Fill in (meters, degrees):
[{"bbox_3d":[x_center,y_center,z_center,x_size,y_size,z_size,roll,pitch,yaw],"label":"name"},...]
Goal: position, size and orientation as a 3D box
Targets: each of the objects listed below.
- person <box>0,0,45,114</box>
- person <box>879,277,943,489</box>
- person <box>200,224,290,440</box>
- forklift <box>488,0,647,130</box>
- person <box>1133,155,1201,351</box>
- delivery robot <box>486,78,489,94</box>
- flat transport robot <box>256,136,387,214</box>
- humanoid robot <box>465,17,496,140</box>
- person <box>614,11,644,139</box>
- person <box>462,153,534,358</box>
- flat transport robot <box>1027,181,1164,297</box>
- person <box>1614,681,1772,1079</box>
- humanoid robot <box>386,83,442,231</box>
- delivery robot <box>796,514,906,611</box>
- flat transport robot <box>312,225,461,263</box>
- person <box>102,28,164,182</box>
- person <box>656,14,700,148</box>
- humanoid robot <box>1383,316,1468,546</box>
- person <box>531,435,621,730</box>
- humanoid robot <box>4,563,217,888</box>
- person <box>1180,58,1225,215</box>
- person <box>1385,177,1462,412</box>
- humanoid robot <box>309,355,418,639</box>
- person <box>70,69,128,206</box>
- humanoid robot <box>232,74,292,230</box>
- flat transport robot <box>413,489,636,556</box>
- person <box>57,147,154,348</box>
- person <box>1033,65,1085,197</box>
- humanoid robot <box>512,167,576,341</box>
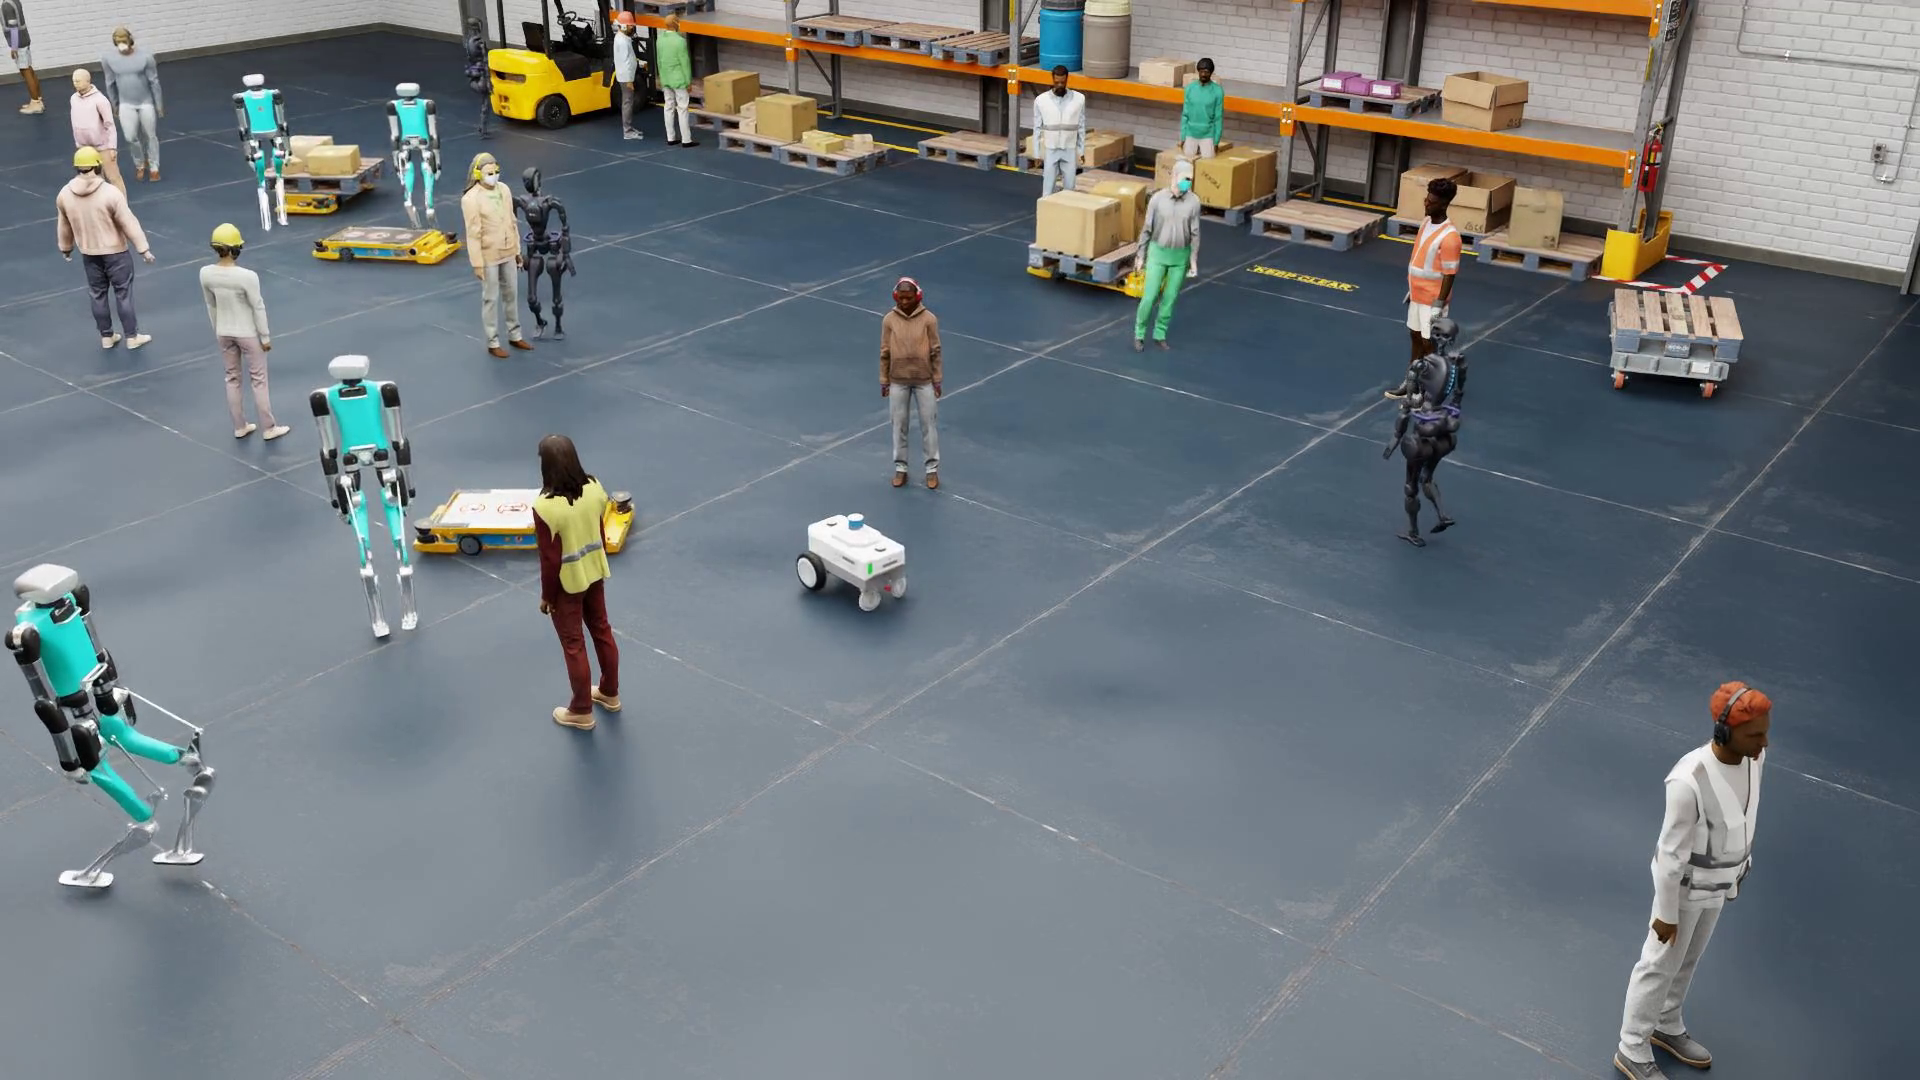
[{"bbox_3d":[-14.156,-7.445,24.951,0.379,2.045,0.604,-7,27,-15],"label":"person"},{"bbox_3d":[-0.364,-1.182,12.437,0.475,1.643,0.327,1,26,2],"label":"person"},{"bbox_3d":[-5.728,-1.650,13.277,0.513,1.759,0.331,6,26,13],"label":"person"},{"bbox_3d":[-5.874,-7.334,24.552,1.214,2.155,2.313,19,32,34],"label":"forklift"},{"bbox_3d":[1.903,-2.608,15.190,0.547,1.825,0.405,-3,26,-6],"label":"person"},{"bbox_3d":[-7.306,-7.476,26.684,0.499,0.560,0.734,2,26,3],"label":"delivery robot"},{"bbox_3d":[-7.781,-4.259,20.390,0.659,0.231,1.431,2,26,4],"label":"flat transport robot"},{"bbox_3d":[-6.757,-6.495,23.399,0.360,1.642,0.612,-21,32,-36],"label":"humanoid robot"},{"bbox_3d":[-4.672,-6.543,23.430,0.352,1.740,0.571,-6,26,-12],"label":"person"},{"bbox_3d":[-4.229,-2.584,15.095,0.393,1.869,0.564,16,30,29],"label":"person"},{"bbox_3d":[1.471,-2.820,17.411,1.431,0.231,0.659,18,31,33],"label":"flat transport robot"},{"bbox_3d":[3.010,1.416,6.784,0.573,1.882,0.356,-20,32,-35],"label":"person"},{"bbox_3d":[-6.004,-4.084,18.341,0.534,1.780,0.761,-4,26,-7],"label":"humanoid robot"},{"bbox_3d":[-0.696,0.108,11.022,0.517,0.599,0.770,-21,33,-37],"label":"delivery robot"},{"bbox_3d":[-6.303,-3.244,18.288,1.431,0.231,0.659,4,26,8],"label":"flat transport robot"},{"bbox_3d":[-10.401,-5.482,21.023,0.647,1.920,0.503,-8,27,-17],"label":"person"},{"bbox_3d":[-3.909,-6.316,22.911,0.536,1.784,0.383,15,30,28],"label":"person"},{"bbox_3d":[3.245,-0.739,11.489,0.585,1.648,0.387,-14,29,-27],"label":"humanoid robot"},{"bbox_3d":[-2.155,0.242,9.345,0.376,1.768,0.466,17,30,31],"label":"person"},{"bbox_3d":[-3.996,0.935,7.953,0.904,1.767,0.542,2,26,3],"label":"humanoid robot"},{"bbox_3d":[2.848,-4.745,19.590,0.505,1.841,0.412,11,28,22],"label":"person"},{"bbox_3d":[3.893,-2.044,13.853,0.368,1.966,0.605,-5,26,-9],"label":"person"},{"bbox_3d":[-3.653,-0.208,10.302,0.552,1.741,0.846,-7,27,-14],"label":"humanoid robot"},{"bbox_3d":[-9.956,-4.534,19.217,0.521,1.784,0.401,5,26,10],"label":"person"},{"bbox_3d":[-7.990,-4.473,19.145,0.534,1.801,0.669,-13,29,-25],"label":"humanoid robot"},{"bbox_3d":[-3.087,-0.128,11.835,1.431,0.231,0.659,0,26,0],"label":"flat transport robot"},{"bbox_3d":[-7.856,-2.658,15.255,0.814,1.856,0.436,0,26,0],"label":"person"},{"bbox_3d":[1.118,-4.408,18.821,0.595,1.908,0.408,-3,26,-6],"label":"person"},{"bbox_3d":[-3.861,-2.653,15.452,0.591,1.646,0.361,1,26,2],"label":"humanoid robot"}]
